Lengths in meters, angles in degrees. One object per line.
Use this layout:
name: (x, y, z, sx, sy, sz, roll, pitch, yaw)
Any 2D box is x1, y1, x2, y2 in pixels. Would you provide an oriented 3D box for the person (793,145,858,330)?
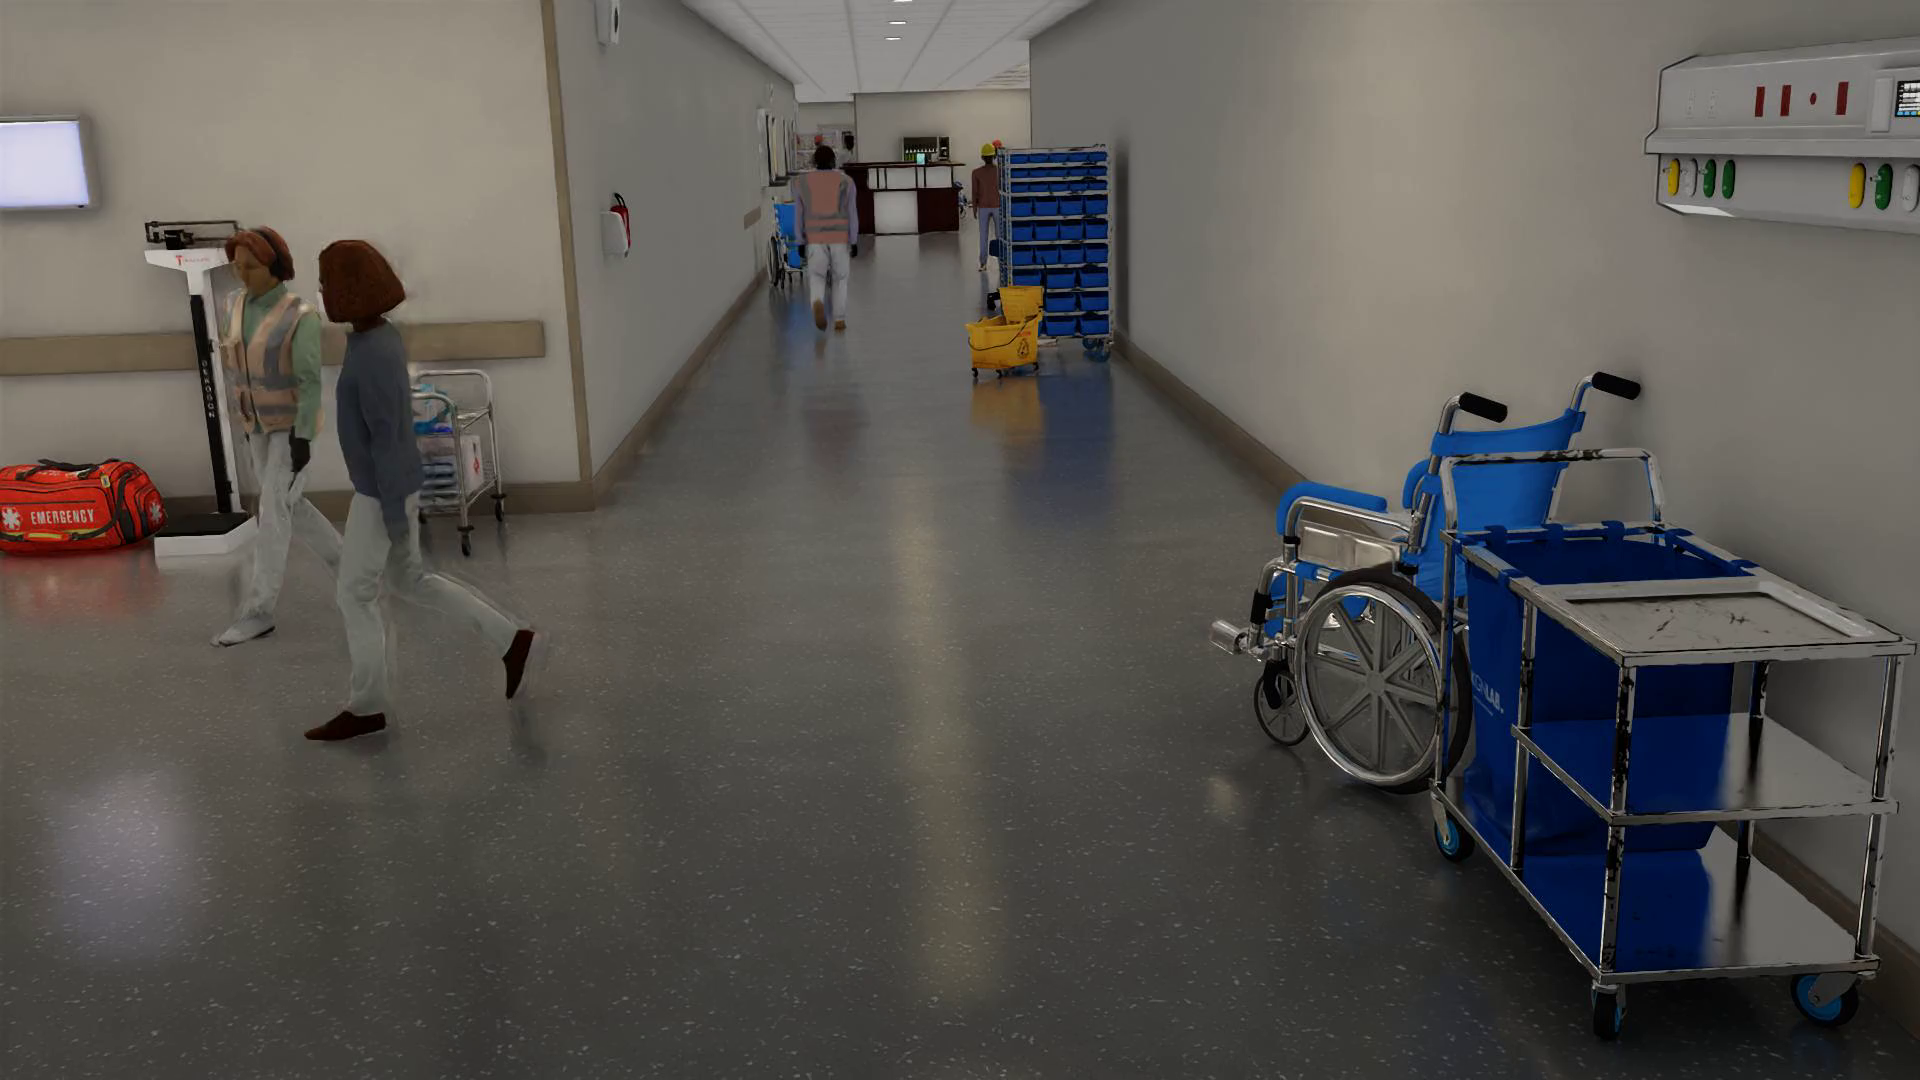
person: (-1.305, -2.941, 16.296, 0.630, 1.824, 0.689, -2, 14, 0)

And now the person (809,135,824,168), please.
person: (-3.697, -9.720, 44.069, 0.612, 1.991, 0.392, -1, 14, 3)

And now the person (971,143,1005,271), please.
person: (0.421, -4.612, 23.083, 0.518, 1.756, 0.349, 0, 14, 6)

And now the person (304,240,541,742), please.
person: (-1.797, -0.165, 5.372, 0.703, 1.607, 0.503, -5, 14, -12)

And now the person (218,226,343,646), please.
person: (-2.723, -0.424, 6.596, 0.566, 1.591, 0.808, 6, 16, 30)

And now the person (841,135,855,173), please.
person: (-2.628, -8.771, 40.122, 0.463, 1.948, 0.624, -4, 14, -10)
